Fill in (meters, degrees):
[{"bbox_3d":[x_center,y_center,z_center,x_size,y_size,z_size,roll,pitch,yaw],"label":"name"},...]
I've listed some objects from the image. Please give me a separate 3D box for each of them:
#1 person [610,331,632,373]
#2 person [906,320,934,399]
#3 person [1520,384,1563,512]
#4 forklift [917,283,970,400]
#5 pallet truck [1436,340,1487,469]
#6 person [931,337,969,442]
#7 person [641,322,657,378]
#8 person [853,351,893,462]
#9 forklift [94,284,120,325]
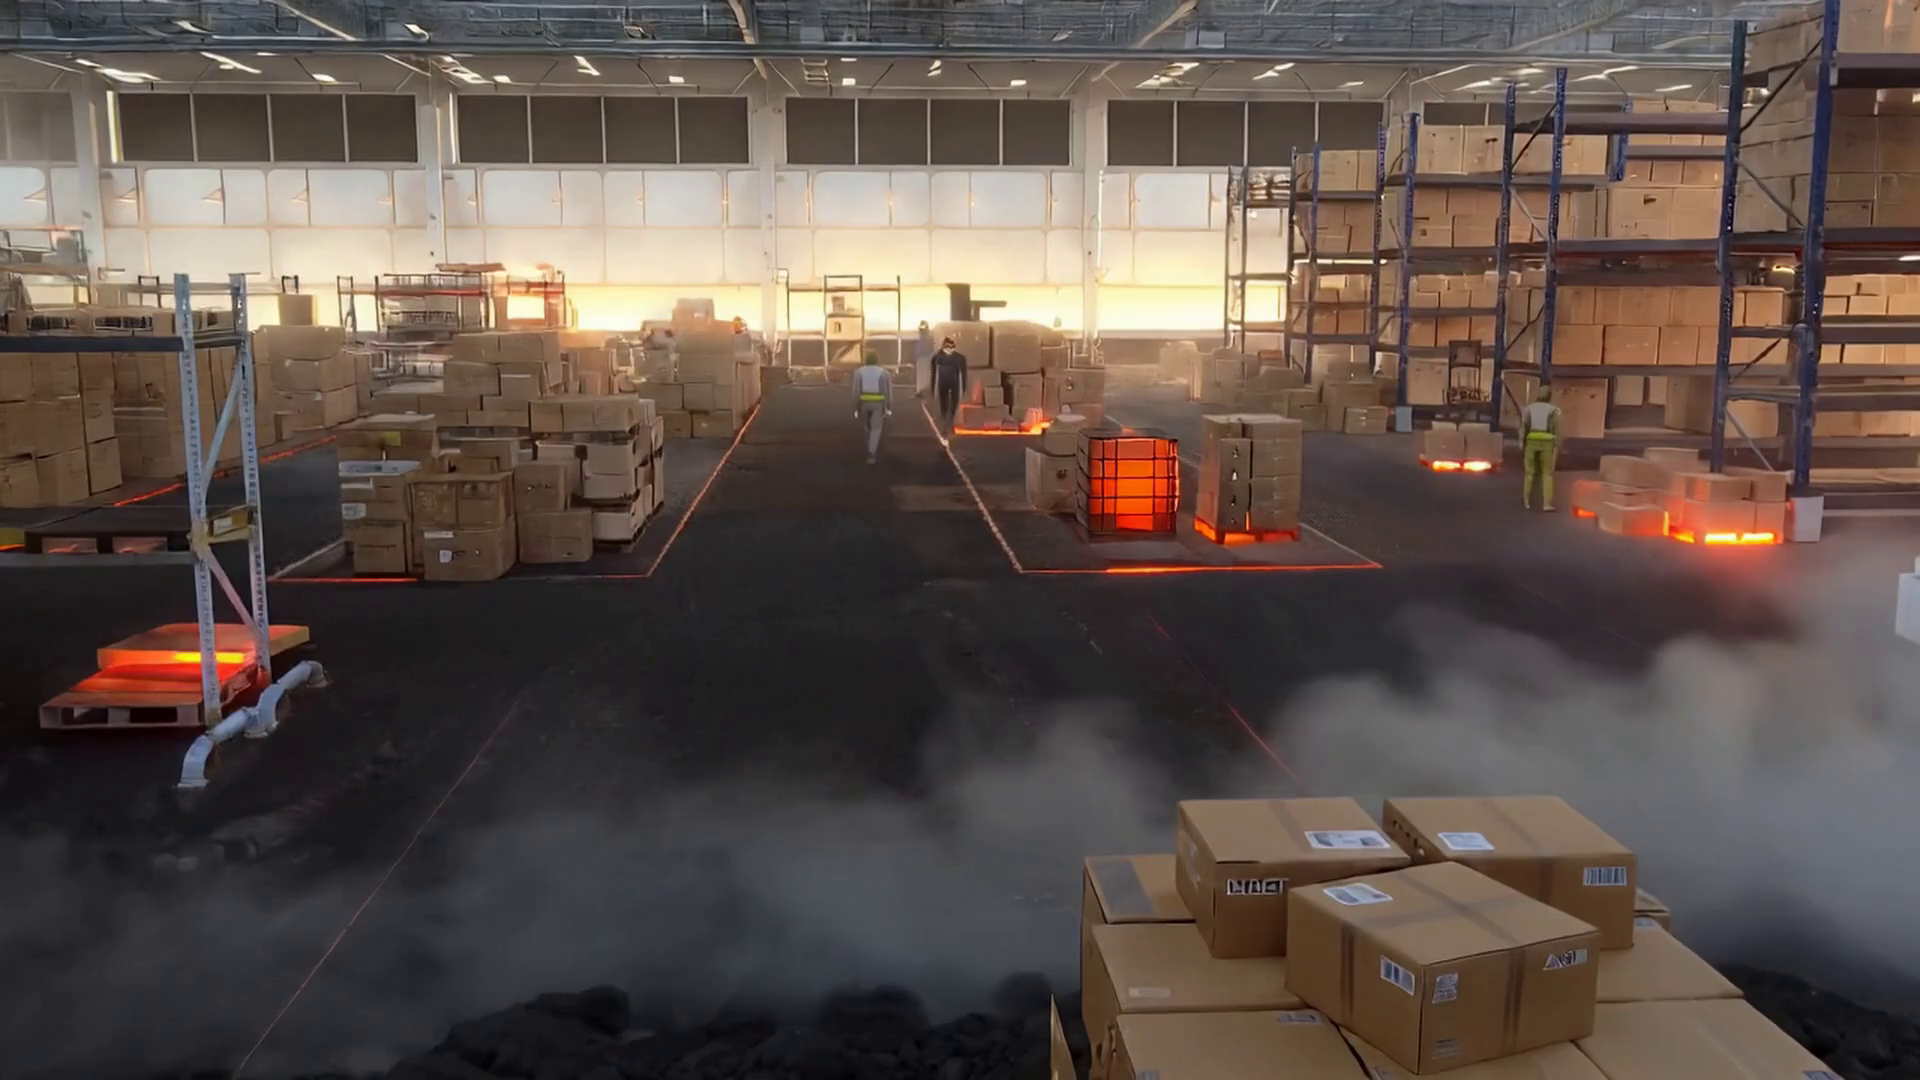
[{"bbox_3d":[-8.083,-4.127,39.638,0.538,1.698,0.320,-2,9,-13],"label":"person"},{"bbox_3d":[-0.834,-4.372,40.425,1.016,1.947,0.633,3,10,19],"label":"person"},{"bbox_3d":[7.431,-1.171,21.268,0.523,1.638,0.310,6,11,34],"label":"person"},{"bbox_3d":[-0.022,-4.757,39.901,1.873,2.768,1.129,-2,9,-13],"label":"forklift"},{"bbox_3d":[8.004,-2.170,26.422,0.823,1.965,1.885,2,9,14],"label":"pallet truck"},{"bbox_3d":[-0.181,-2.738,30.312,0.651,1.885,0.999,-1,9,-9],"label":"person"},{"bbox_3d":[-7.537,-4.394,40.705,0.918,1.904,0.544,-4,10,-22],"label":"person"},{"bbox_3d":[-1.421,-2.186,27.135,0.634,1.808,0.900,1,9,8],"label":"person"},{"bbox_3d":[-18.830,-4.285,36.934,1.873,2.768,1.129,-6,11,-32],"label":"forklift"}]
